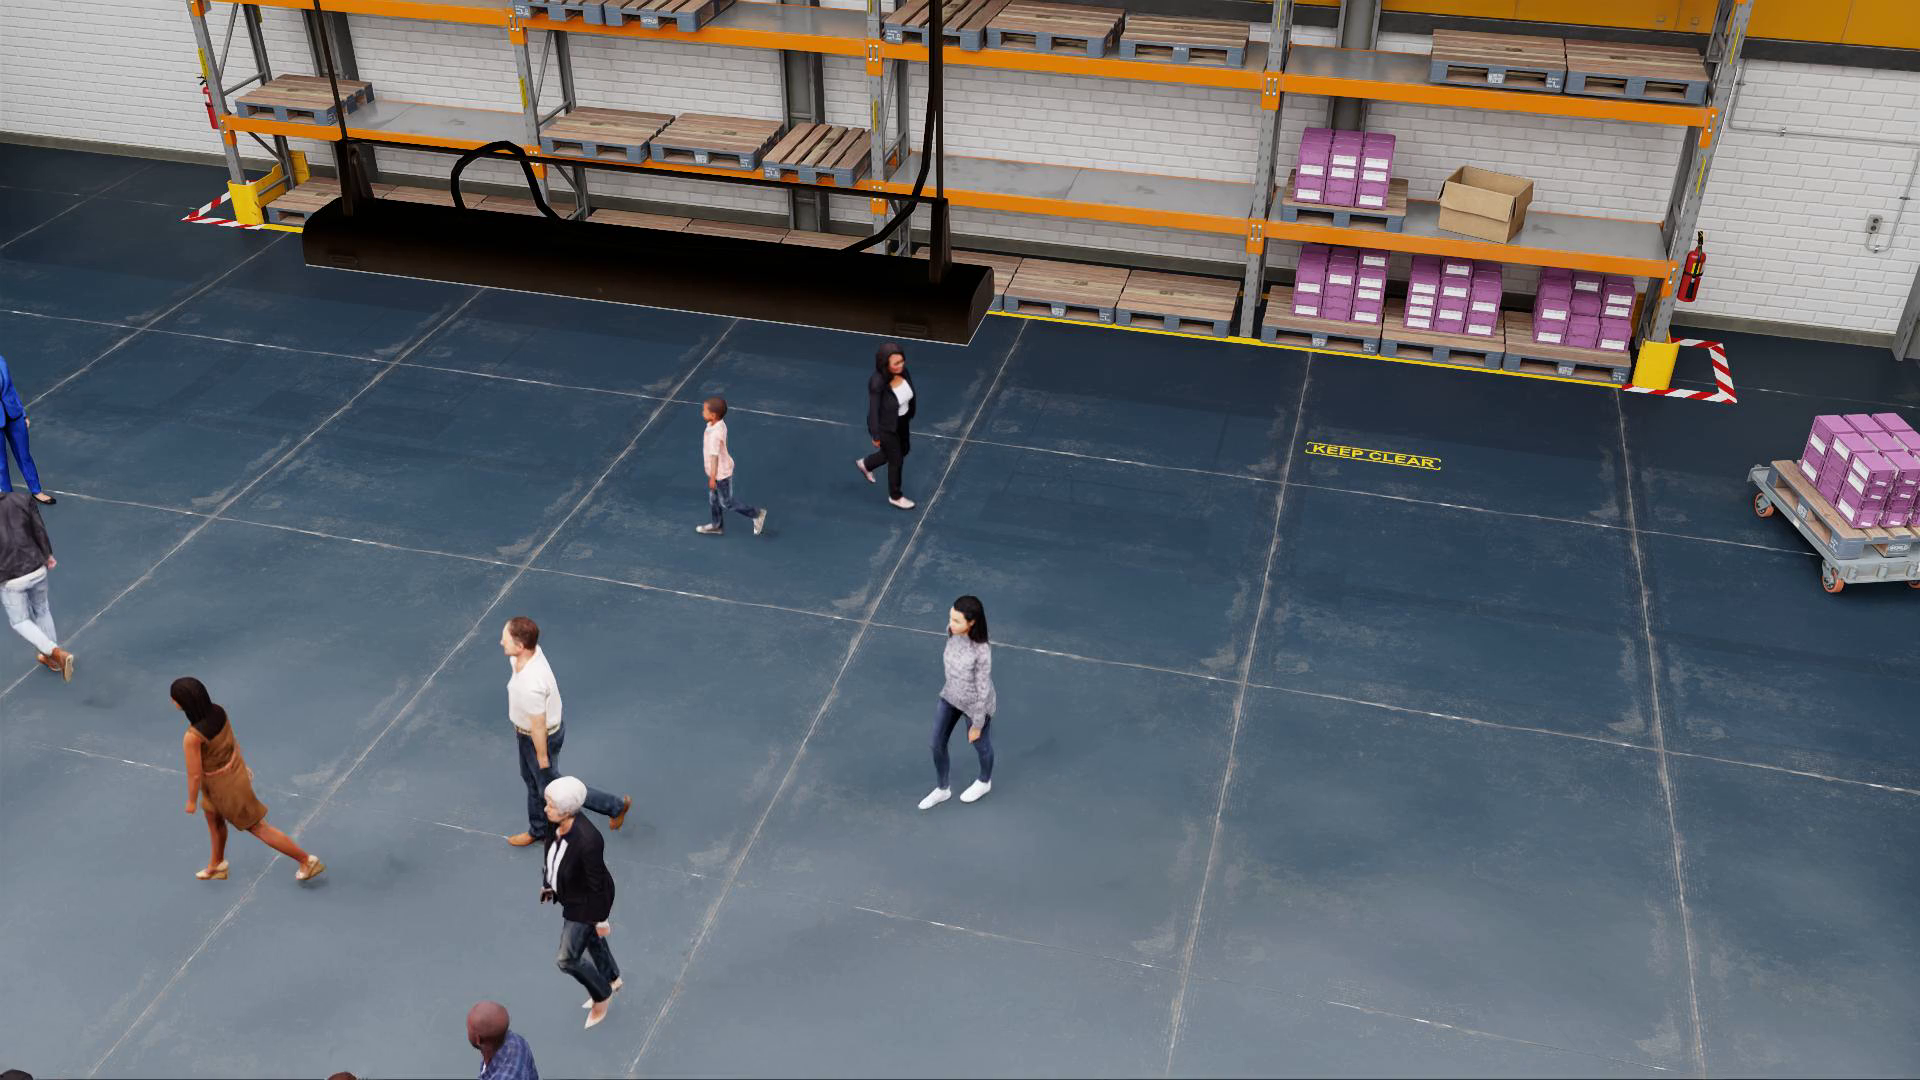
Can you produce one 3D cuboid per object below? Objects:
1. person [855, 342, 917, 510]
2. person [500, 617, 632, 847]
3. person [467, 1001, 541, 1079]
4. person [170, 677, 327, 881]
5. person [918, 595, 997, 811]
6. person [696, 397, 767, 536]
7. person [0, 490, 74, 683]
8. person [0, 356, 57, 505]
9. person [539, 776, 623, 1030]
[{"bbox_3d":[-0.671,-1.004,14.309,0.919,1.597,0.744,15,36,21],"label":"person"},{"bbox_3d":[-2.600,1.251,10.700,1.177,1.836,0.982,-7,34,-11],"label":"person"},{"bbox_3d":[-2.143,2.934,8.213,0.834,1.787,0.840,-11,35,-16],"label":"person"},{"bbox_3d":[-4.493,1.562,10.404,1.132,1.646,0.829,-4,34,-6],"label":"person"},{"bbox_3d":[0.124,1.051,11.109,0.923,1.716,0.880,-25,41,-33],"label":"person"},{"bbox_3d":[-1.947,-0.589,13.960,0.901,1.291,0.699,-4,34,-5],"label":"person"},{"bbox_3d":[-6.847,0.271,12.192,1.024,1.816,0.869,21,39,28],"label":"person"},{"bbox_3d":[-8.216,-1.005,14.216,0.649,1.701,0.676,19,38,26],"label":"person"},{"bbox_3d":[-2.083,2.040,9.423,0.829,1.771,0.862,-17,37,-23],"label":"person"}]
